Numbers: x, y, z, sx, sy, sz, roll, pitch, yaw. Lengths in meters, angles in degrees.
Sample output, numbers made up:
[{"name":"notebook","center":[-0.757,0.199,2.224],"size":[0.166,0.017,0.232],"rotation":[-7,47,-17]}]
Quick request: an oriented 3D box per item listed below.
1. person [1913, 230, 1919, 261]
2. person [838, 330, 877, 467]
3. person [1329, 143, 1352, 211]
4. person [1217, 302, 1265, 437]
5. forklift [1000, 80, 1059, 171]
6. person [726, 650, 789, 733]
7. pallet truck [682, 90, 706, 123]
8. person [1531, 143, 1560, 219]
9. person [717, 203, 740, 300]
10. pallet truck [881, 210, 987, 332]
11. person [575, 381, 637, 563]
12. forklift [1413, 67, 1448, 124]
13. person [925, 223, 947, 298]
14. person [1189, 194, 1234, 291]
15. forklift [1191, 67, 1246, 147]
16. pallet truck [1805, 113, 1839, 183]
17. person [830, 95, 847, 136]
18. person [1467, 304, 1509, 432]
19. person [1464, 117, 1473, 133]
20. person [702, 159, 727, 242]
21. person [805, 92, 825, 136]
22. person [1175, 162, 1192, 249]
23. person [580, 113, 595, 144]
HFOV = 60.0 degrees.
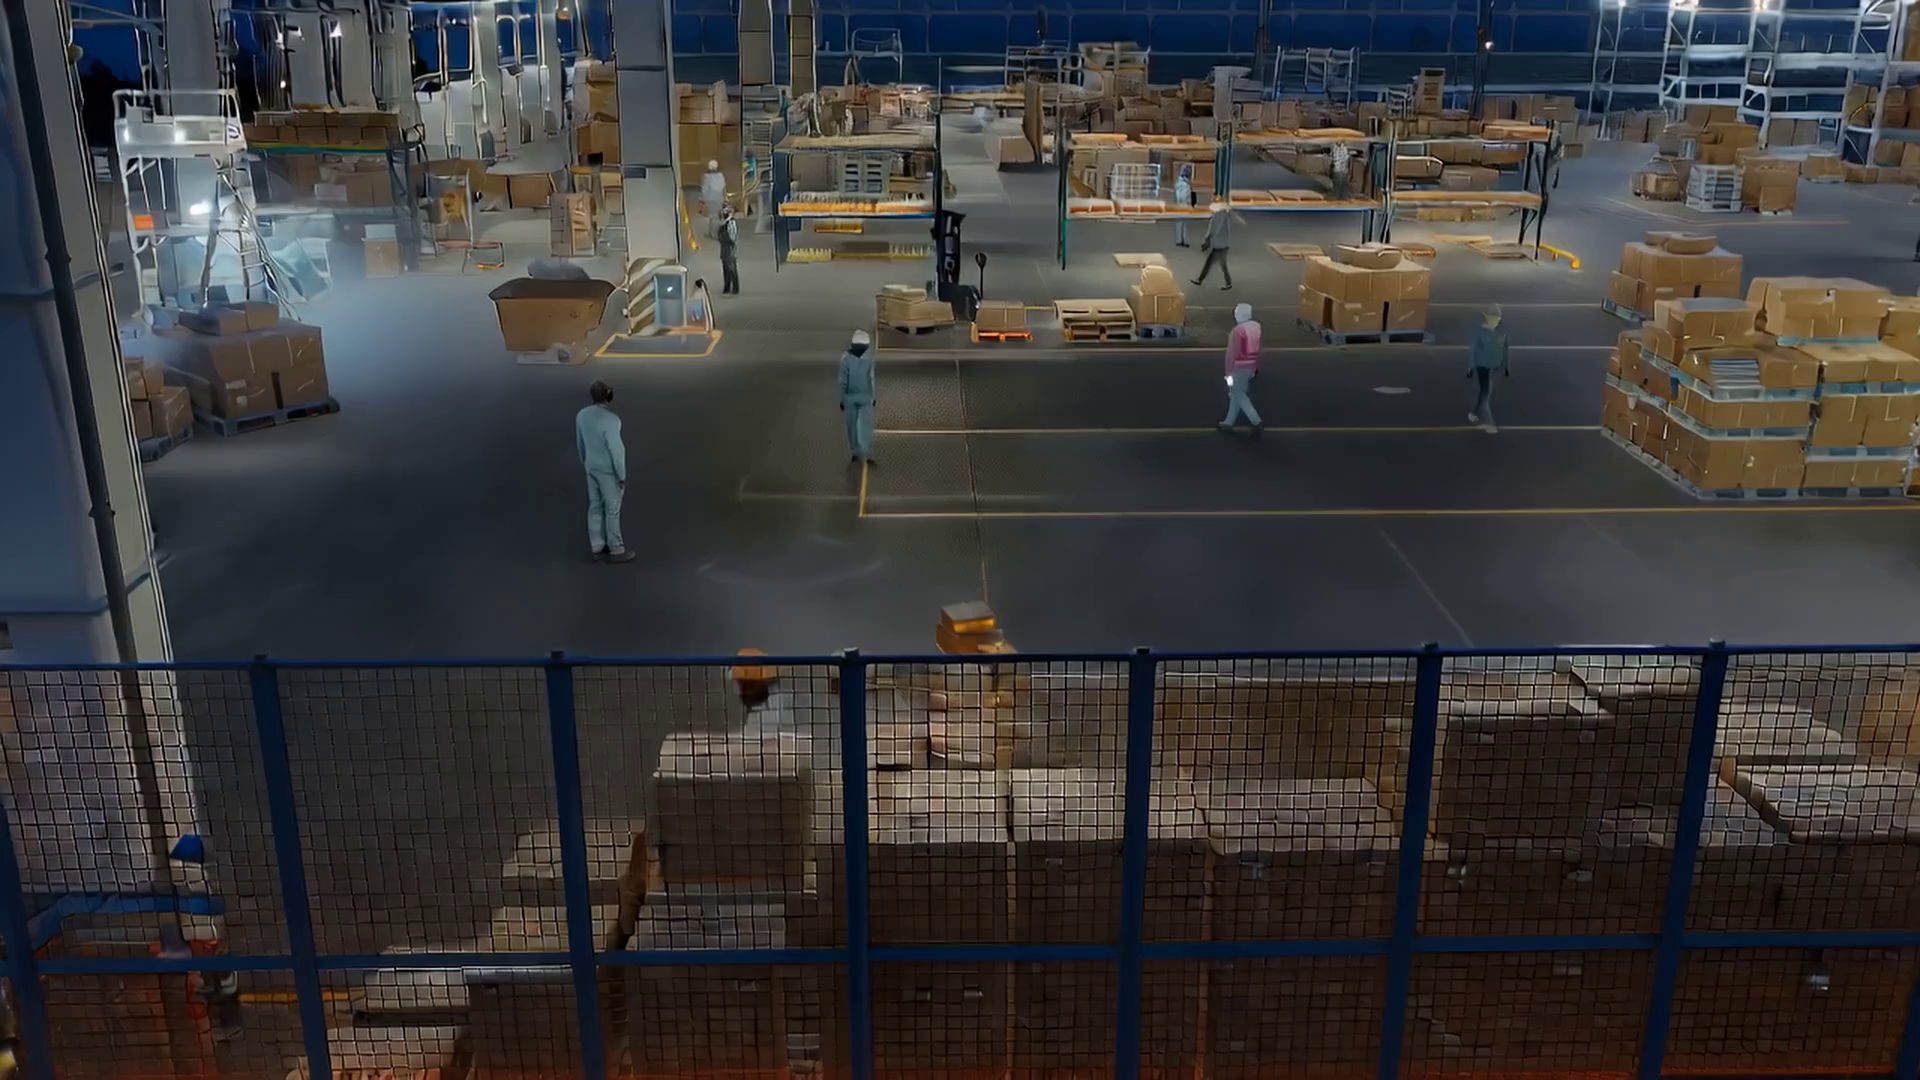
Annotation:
[{"name":"person","center":[21.208,-6.935,36.336],"size":[0.897,1.656,0.533],"rotation":[-14,23,-36]},{"name":"person","center":[-1.286,-1.785,20.953],"size":[0.518,1.722,0.560],"rotation":[-4,19,-12]},{"name":"person","center":[10.134,-9.747,44.325],"size":[0.609,1.885,0.802],"rotation":[4,19,11]},{"name":"person","center":[3.815,-2.279,22.277],"size":[0.632,1.819,0.804],"rotation":[-17,25,-41]},{"name":"forklift","center":[2.236,-13.269,53.236],"size":[1.873,2.768,1.129],"rotation":[-1,19,-1]},{"name":"person","center":[-1.202,1.595,10.695],"size":[1.006,1.880,0.595],"rotation":[-1,19,-2]},{"name":"pallet truck","center":[-9.671,-15.907,62.421],"size":[0.823,1.965,1.885],"rotation":[5,19,15]},{"name":"person","center":[15.010,-9.249,42.768],"size":[0.618,1.923,0.920],"rotation":[13,22,33]},{"name":"person","center":[-4.446,-5.543,31.916],"size":[0.348,1.842,0.506],"rotation":[-17,25,-42]},{"name":"pallet truck","center":[-0.493,-4.759,29.349],"size":[1.885,1.965,0.823],"rotation":[-13,23,-34]},{"name":"person","center":[-3.732,-0.721,17.459],"size":[0.627,1.941,0.371],"rotation":[13,23,34]},{"name":"forklift","center":[17.351,-16.088,61.597],"size":[1.129,2.768,1.873],"rotation":[-1,19,-1]},{"name":"person","center":[-0.377,-5.000,30.589],"size":[0.855,1.660,0.531],"rotation":[-5,19,-13]},{"name":"person","center":[5.019,-5.868,32.829],"size":[0.997,1.873,0.588],"rotation":[9,21,25]},{"name":"forklift","center":[9.517,-15.894,61.023],"size":[1.873,2.768,1.129],"rotation":[-1,19,-2]},{"name":"pallet truck","center":[26.403,-11.957,50.702],"size":[0.823,1.965,1.885],"rotation":[6,19,16]},{"name":"person","center":[-4.391,-15.093,60.096],"size":[0.631,1.938,0.362],"rotation":[-4,19,-11]},{"name":"person","center":[7.223,-2.377,22.707],"size":[0.538,1.712,0.899],"rotation":[-5,19,-14]},{"name":"person","center":[15.599,-12.061,51.197],"size":[0.376,1.886,0.665],"rotation":[7,20,19]},{"name":"person","center":[-5.704,-7.907,38.818],"size":[0.553,1.920,0.404],"rotation":[-11,21,-28]},{"name":"person","center":[-5.603,-16.079,63.168],"size":[0.876,1.855,0.579],"rotation":[10,21,27]},{"name":"person","center":[5.119,-7.663,38.063],"size":[0.373,1.935,0.628],"rotation":[6,20,18]},{"name":"person","center":[-13.881,-15.568,61.997],"size":[0.521,1.618,0.613],"rotation":[-2,19,-7]}]
